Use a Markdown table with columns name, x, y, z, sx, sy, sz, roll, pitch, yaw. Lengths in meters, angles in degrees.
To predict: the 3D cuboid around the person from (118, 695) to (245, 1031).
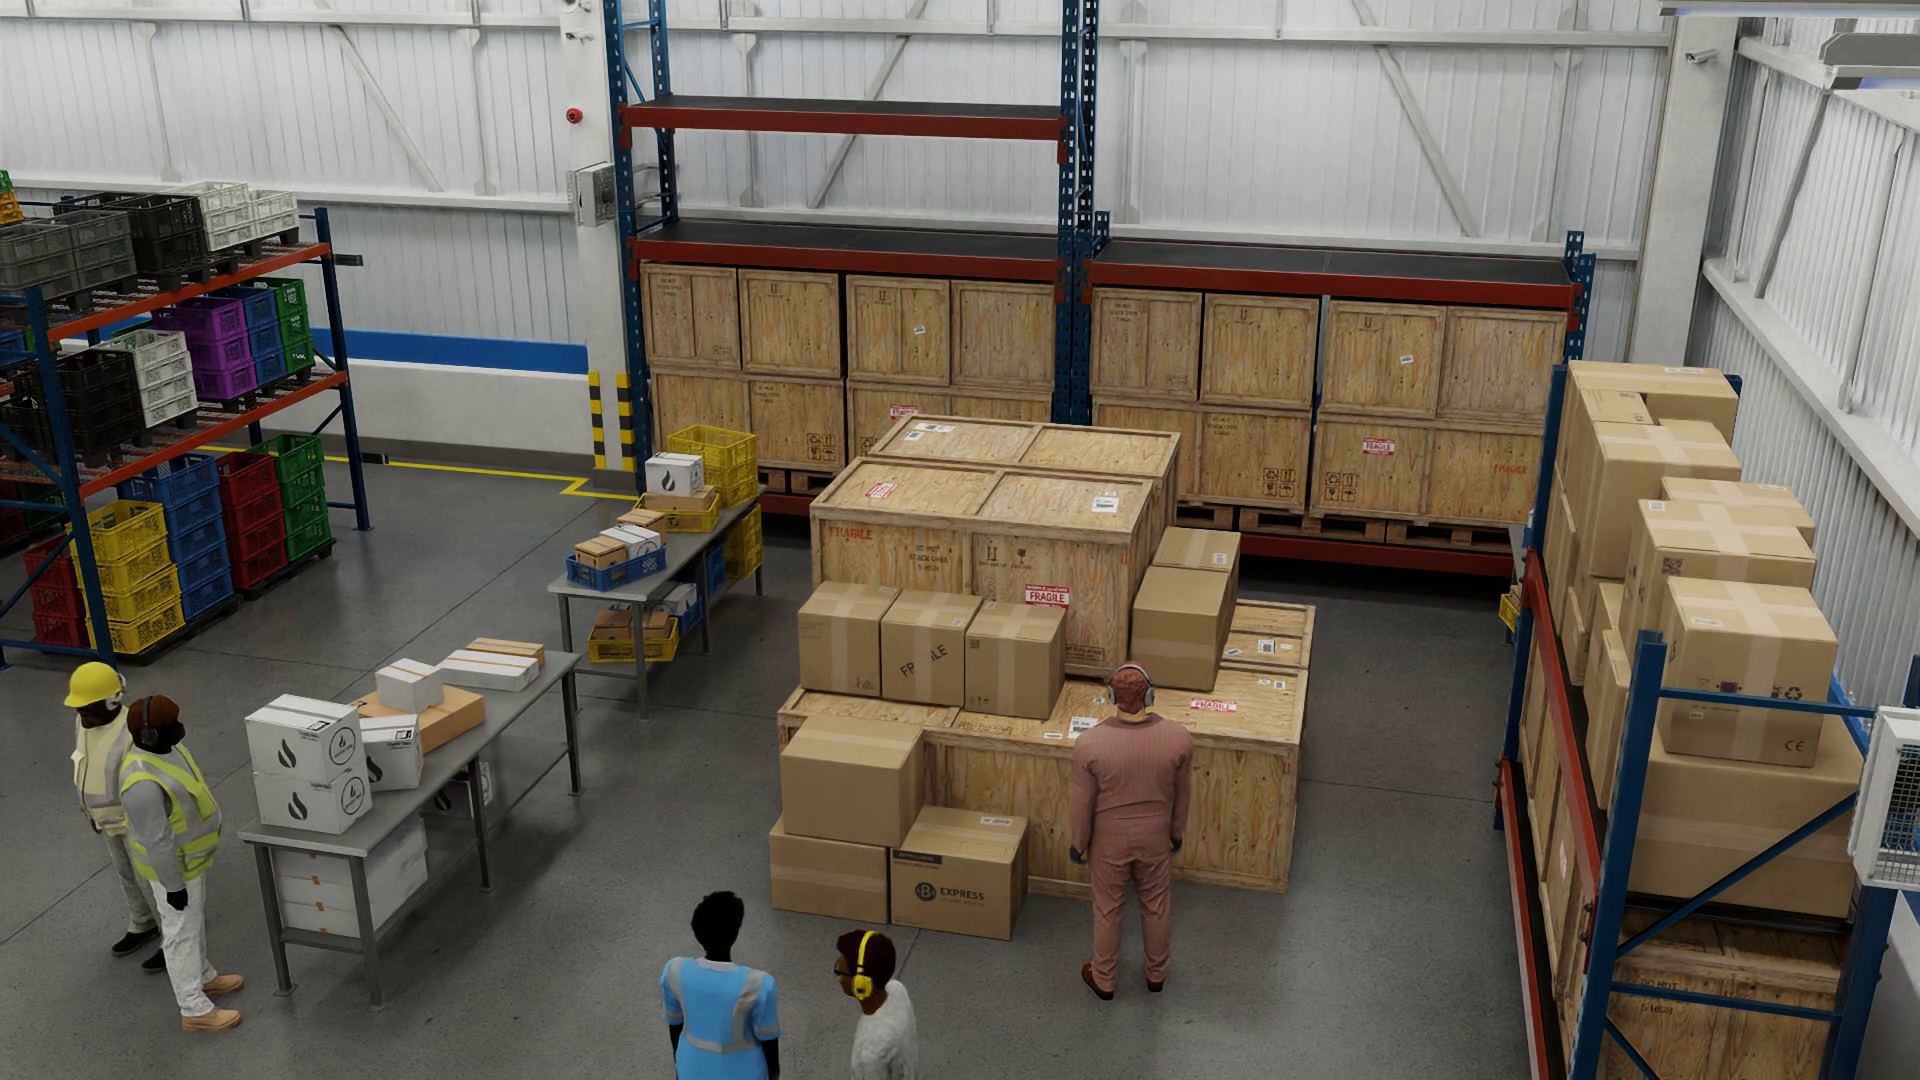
| name | x | y | z | sx | sy | sz | roll | pitch | yaw |
| --- | --- | --- | --- | --- | --- | --- | --- | --- | --- |
| person | -3.997 | 1.638 | 8.540 | 0.429 | 1.842 | 0.627 | -7 | 22 | -17 |

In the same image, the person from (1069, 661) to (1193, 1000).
| name | x | y | z | sx | sy | sz | roll | pitch | yaw |
| --- | --- | --- | --- | --- | --- | --- | --- | --- | --- |
| person | 0.879 | 1.528 | 8.742 | 0.642 | 1.905 | 0.401 | -3 | 21 | -9 |

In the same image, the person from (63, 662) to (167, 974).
| name | x | y | z | sx | sy | sz | roll | pitch | yaw |
| --- | --- | --- | --- | --- | --- | --- | --- | --- | --- |
| person | -4.510 | 1.480 | 8.983 | 0.594 | 1.823 | 0.403 | 14 | 25 | 32 |

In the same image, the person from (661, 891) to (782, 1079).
| name | x | y | z | sx | sy | sz | roll | pitch | yaw |
| --- | --- | --- | --- | --- | --- | --- | --- | --- | --- |
| person | -1.005 | 2.272 | 7.095 | 0.537 | 1.689 | 0.323 | 7 | 22 | 18 |

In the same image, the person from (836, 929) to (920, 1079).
| name | x | y | z | sx | sy | sz | roll | pitch | yaw |
| --- | --- | --- | --- | --- | --- | --- | --- | --- | --- |
| person | -0.306 | 2.371 | 6.606 | 0.361 | 1.861 | 0.515 | 3 | 21 | 8 |

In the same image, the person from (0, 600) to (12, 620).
| name | x | y | z | sx | sy | sz | roll | pitch | yaw |
| --- | --- | --- | --- | --- | --- | --- | --- | --- | --- |
| person | -7.866 | -0.051 | 12.848 | 0.743 | 1.923 | 0.684 | -9 | 23 | -22 |
